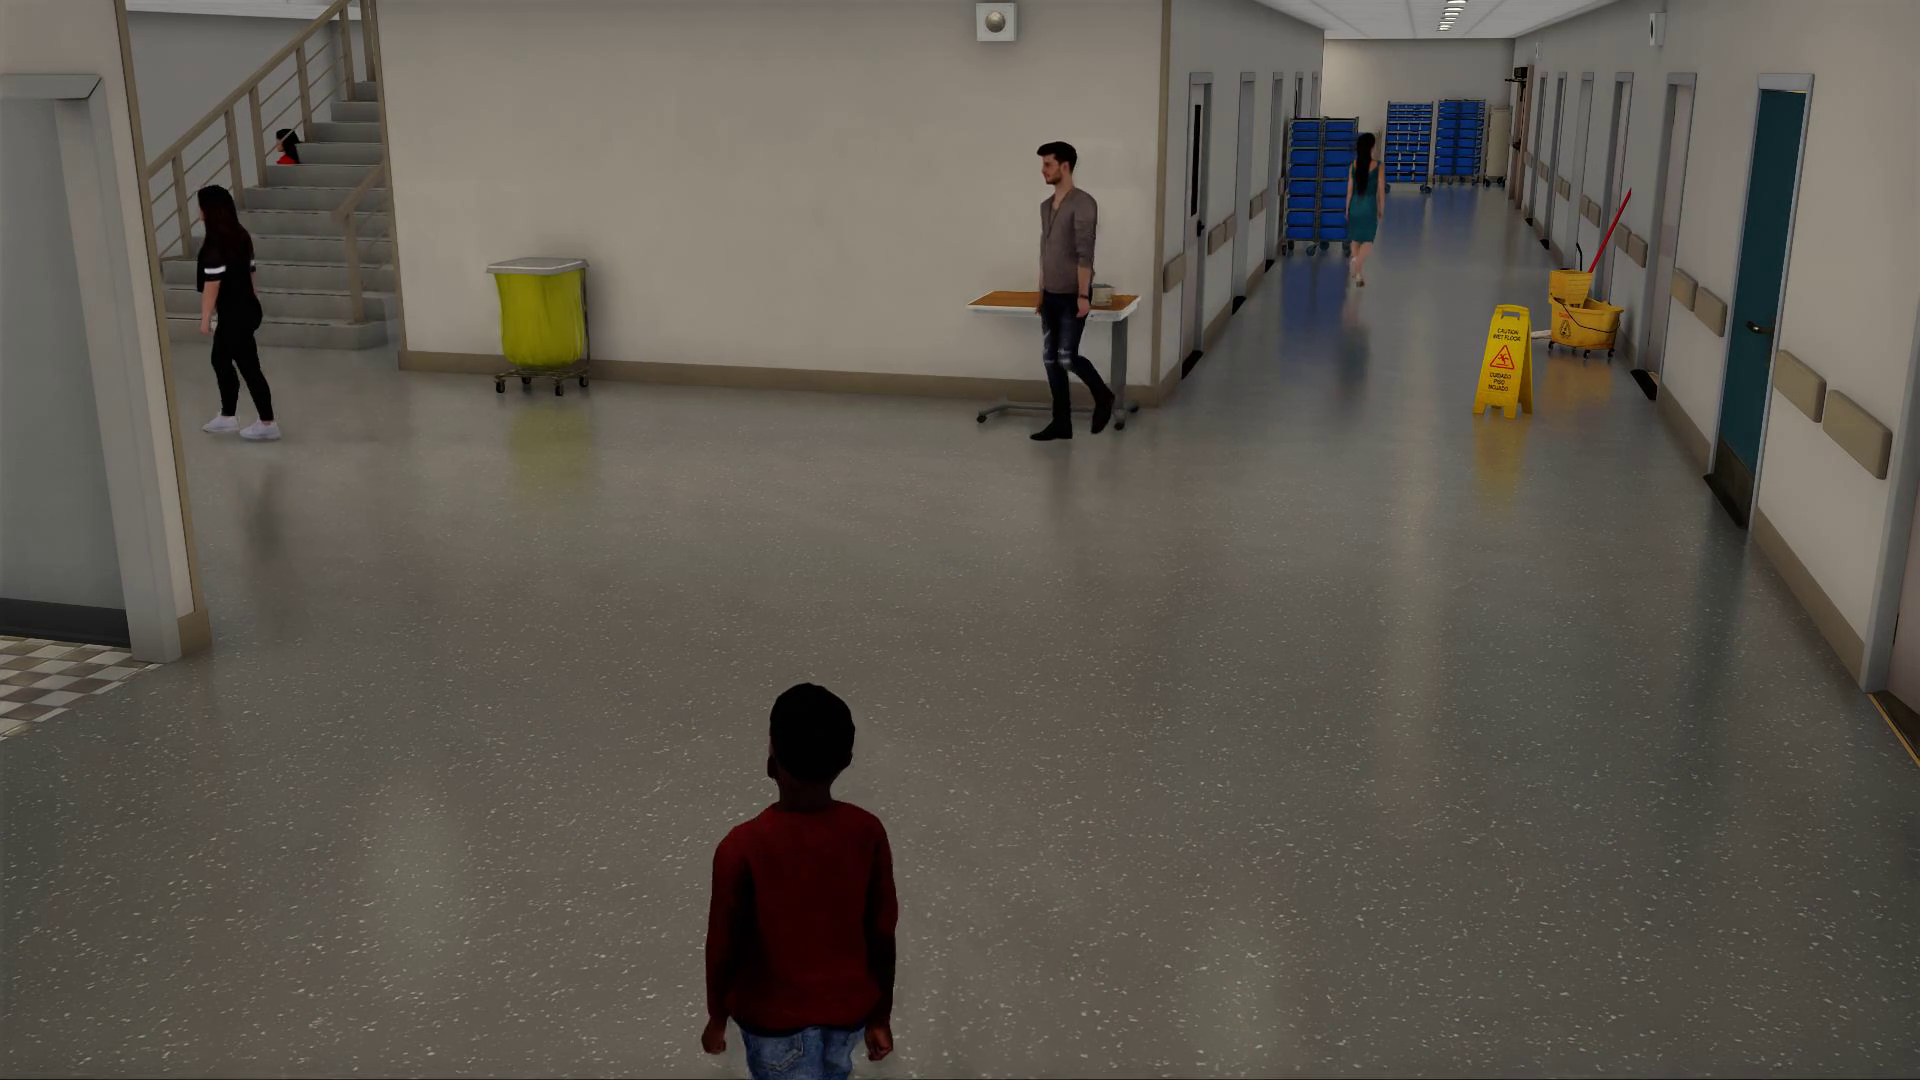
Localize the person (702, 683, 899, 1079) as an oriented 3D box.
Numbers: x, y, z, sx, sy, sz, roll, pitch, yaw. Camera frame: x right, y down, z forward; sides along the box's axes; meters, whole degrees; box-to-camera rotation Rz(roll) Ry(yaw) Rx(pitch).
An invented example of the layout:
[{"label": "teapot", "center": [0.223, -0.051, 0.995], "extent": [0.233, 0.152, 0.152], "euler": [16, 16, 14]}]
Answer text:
[{"label": "person", "center": [-0.264, 0.897, 3.082], "extent": [0.855, 1.231, 0.904], "euler": [-9, 18, -29]}]

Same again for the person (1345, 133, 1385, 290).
[{"label": "person", "center": [4.317, -3.512, 17.912], "extent": [0.687, 1.669, 0.946], "euler": [8, 18, 27]}]

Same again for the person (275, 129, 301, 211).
[{"label": "person", "center": [-6.935, -3.407, 17.400], "extent": [0.786, 1.746, 0.704], "euler": [-4, 16, -14]}]

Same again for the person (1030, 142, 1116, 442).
[{"label": "person", "center": [0.751, -1.558, 10.584], "extent": [1.019, 1.885, 0.957], "euler": [-10, 18, -31]}]

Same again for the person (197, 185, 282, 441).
[{"label": "person", "center": [-4.538, -1.425, 10.596], "extent": [0.766, 1.623, 0.754], "euler": [1, 16, 2]}]
